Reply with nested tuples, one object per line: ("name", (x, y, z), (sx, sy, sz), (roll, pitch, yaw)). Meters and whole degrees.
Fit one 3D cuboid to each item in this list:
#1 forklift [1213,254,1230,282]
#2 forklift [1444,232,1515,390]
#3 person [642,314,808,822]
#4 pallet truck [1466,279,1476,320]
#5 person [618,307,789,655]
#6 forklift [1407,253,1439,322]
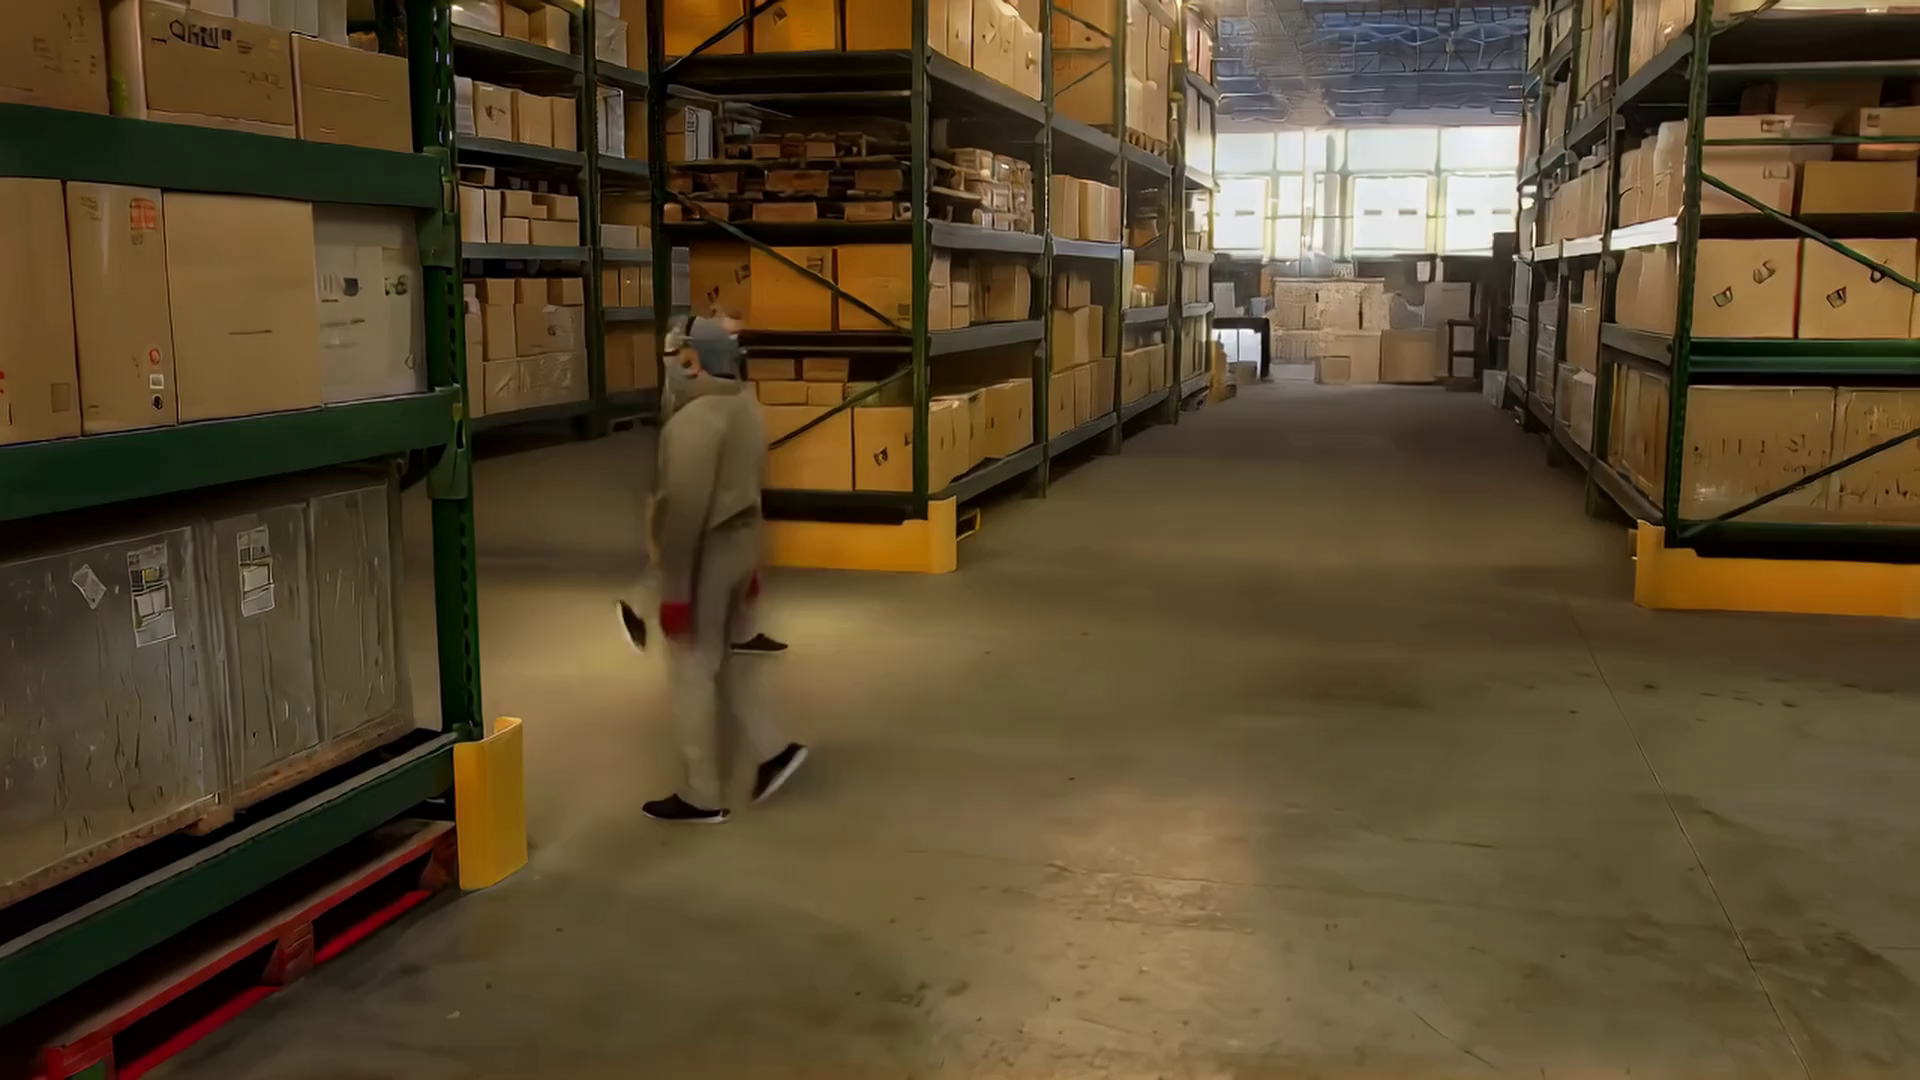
("forklift", (8.566, -8.070, 55.044), (1.873, 2.768, 1.129), (-2, 9, -14))
("forklift", (9.650, -4.075, 29.659), (1.873, 2.768, 1.129), (2, 9, 13))
("person", (-0.908, 0.121, 6.113), (0.500, 1.893, 0.668), (2, 9, 15))
("pallet truck", (18.896, -8.459, 60.307), (1.885, 1.965, 0.823), (5, 10, 31))
("person", (-1.378, -0.298, 8.846), (0.809, 1.878, 0.649), (1, 9, 8))
("forklift", (14.972, -7.886, 53.875), (1.129, 2.768, 1.873), (-3, 9, -19))
